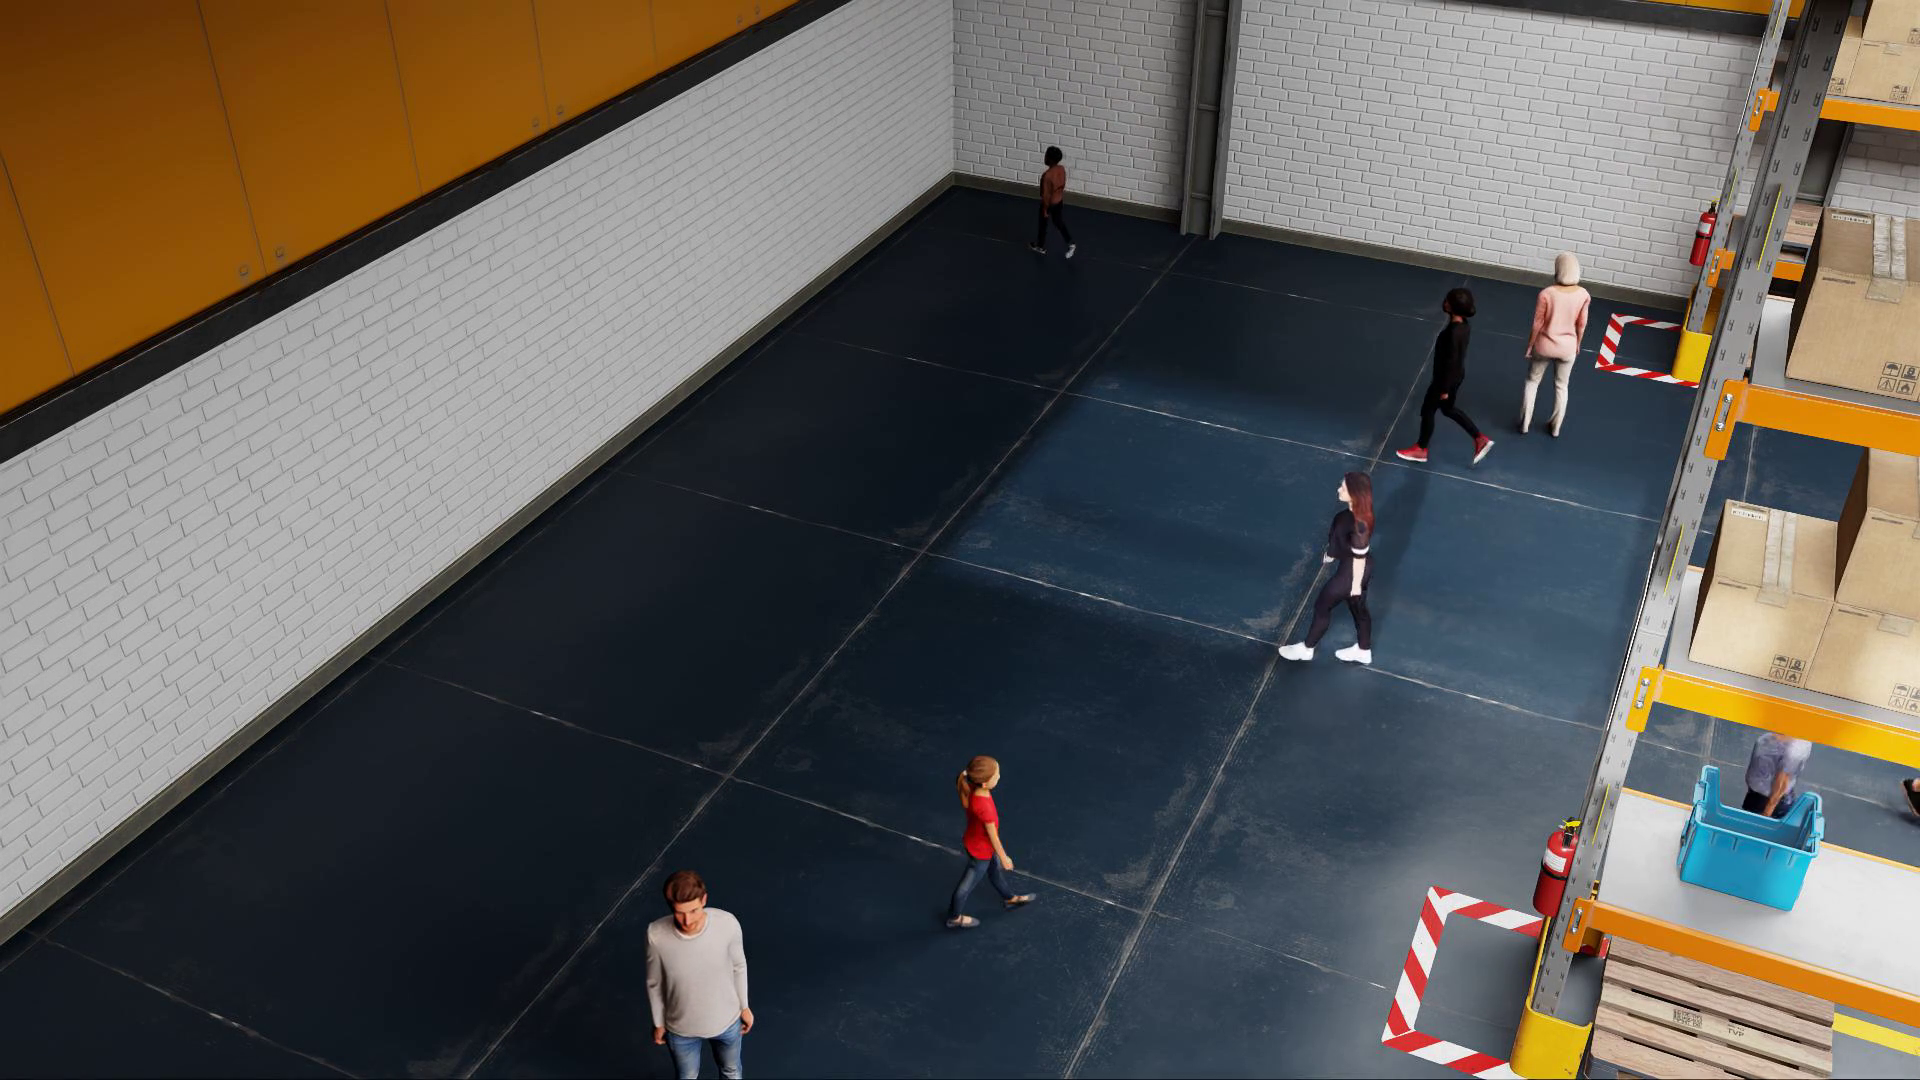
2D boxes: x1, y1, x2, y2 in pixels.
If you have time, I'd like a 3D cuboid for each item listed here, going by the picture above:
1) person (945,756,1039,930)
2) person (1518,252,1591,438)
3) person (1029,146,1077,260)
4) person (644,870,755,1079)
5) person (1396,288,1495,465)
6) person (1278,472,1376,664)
[{"bbox_3d":[0.048,1.811,9.773,0.871,1.288,0.733,-4,34,-5],"label":"person"},{"bbox_3d":[5.221,-1.703,14.673,0.587,1.716,0.750,7,34,10],"label":"person"},{"bbox_3d":[1.049,-3.652,18.037,0.720,1.238,0.913,-28,43,-35],"label":"person"},{"bbox_3d":[-1.302,2.375,8.369,0.737,1.904,0.818,-8,35,-12],"label":"person"},{"bbox_3d":[4.250,-1.359,14.215,0.999,1.650,0.579,14,36,21],"label":"person"},{"bbox_3d":[2.874,0.223,11.868,0.964,1.614,0.739,8,34,11],"label":"person"}]
